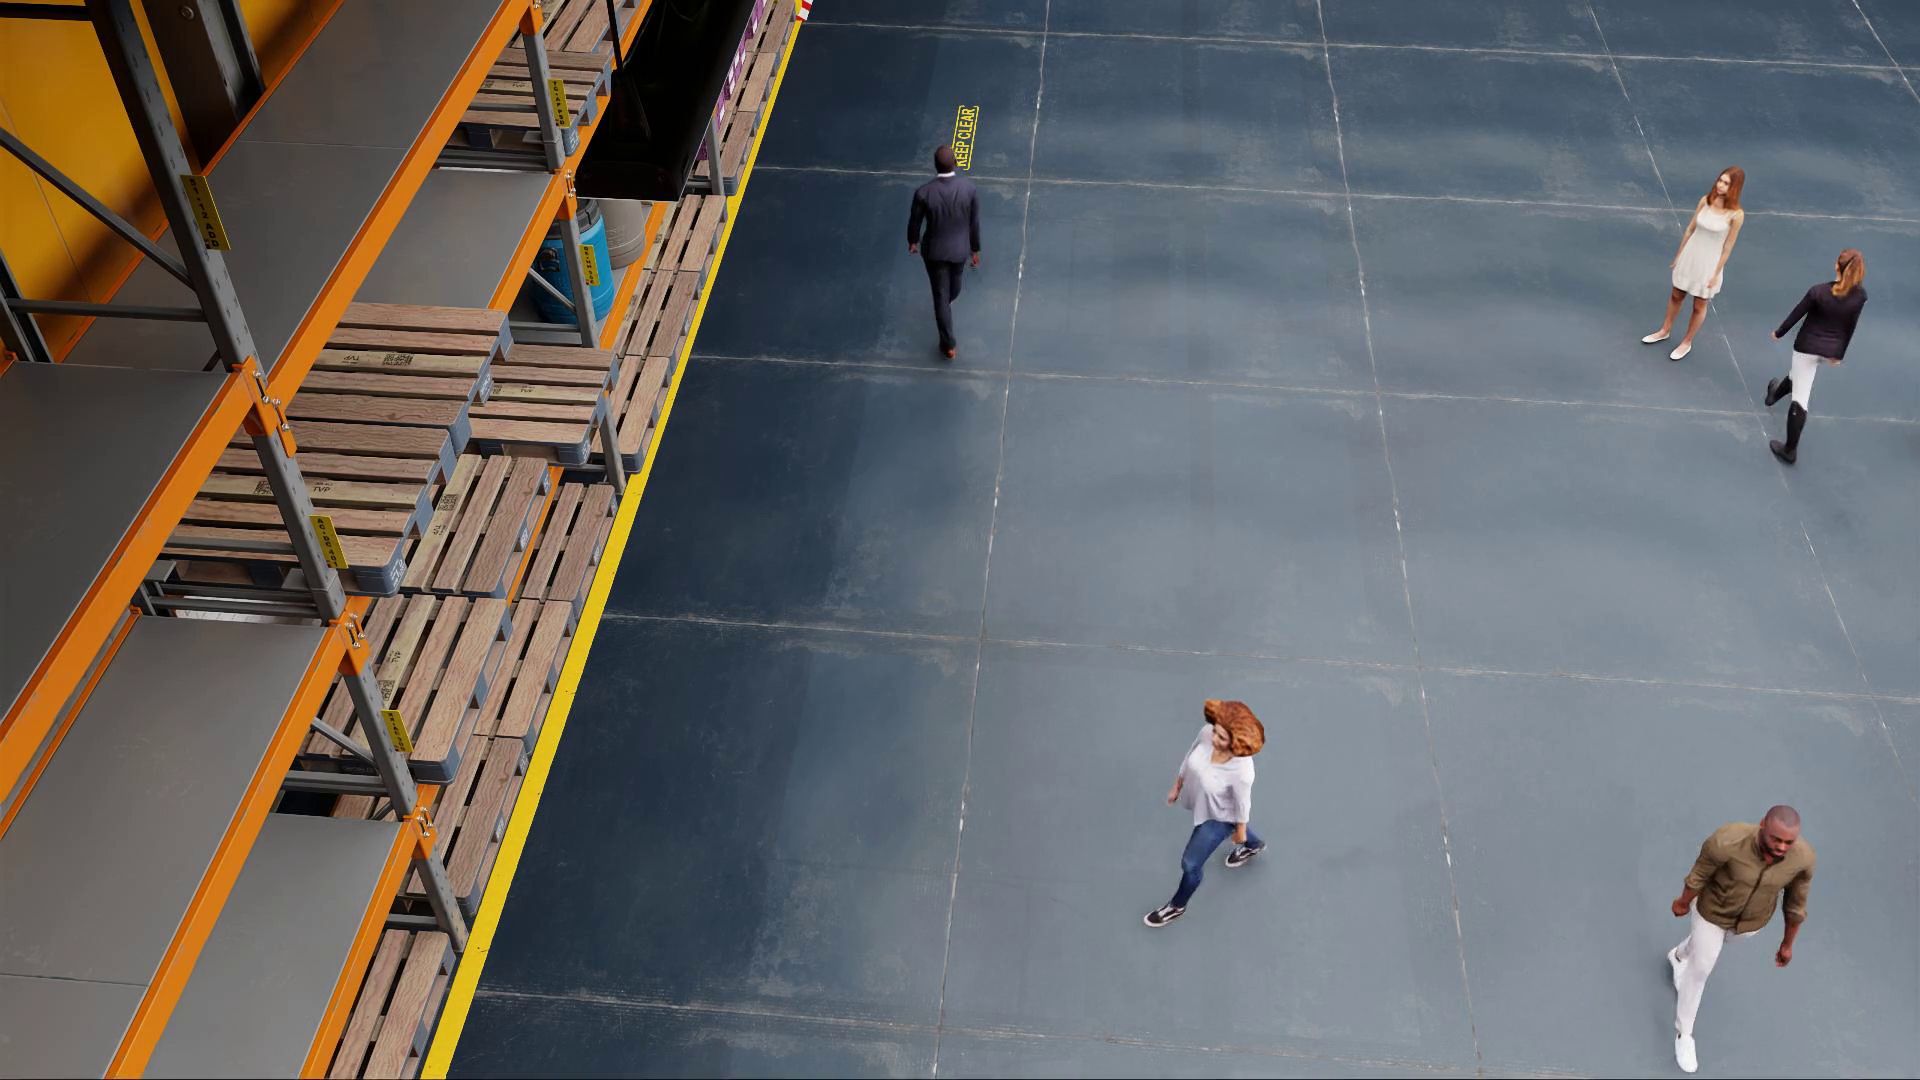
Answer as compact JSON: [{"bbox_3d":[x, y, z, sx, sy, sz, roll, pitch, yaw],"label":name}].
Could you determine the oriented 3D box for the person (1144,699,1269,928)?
[{"bbox_3d":[1.536,1.474,9.478,1.035,1.683,1.169,-15,46,-15],"label":"person"}]

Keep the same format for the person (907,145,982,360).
[{"bbox_3d":[-0.094,-2.266,13.333,0.921,1.781,1.247,-6,44,-7],"label":"person"}]

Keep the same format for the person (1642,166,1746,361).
[{"bbox_3d":[5.960,-2.241,13.357,0.710,1.712,0.637,-26,49,-24],"label":"person"}]

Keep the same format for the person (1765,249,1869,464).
[{"bbox_3d":[6.401,-1.328,12.417,0.615,1.686,1.122,-1,44,-1],"label":"person"}]

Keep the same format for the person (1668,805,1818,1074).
[{"bbox_3d":[4.123,1.923,8.926,0.769,1.795,1.074,5,44,5],"label":"person"}]
